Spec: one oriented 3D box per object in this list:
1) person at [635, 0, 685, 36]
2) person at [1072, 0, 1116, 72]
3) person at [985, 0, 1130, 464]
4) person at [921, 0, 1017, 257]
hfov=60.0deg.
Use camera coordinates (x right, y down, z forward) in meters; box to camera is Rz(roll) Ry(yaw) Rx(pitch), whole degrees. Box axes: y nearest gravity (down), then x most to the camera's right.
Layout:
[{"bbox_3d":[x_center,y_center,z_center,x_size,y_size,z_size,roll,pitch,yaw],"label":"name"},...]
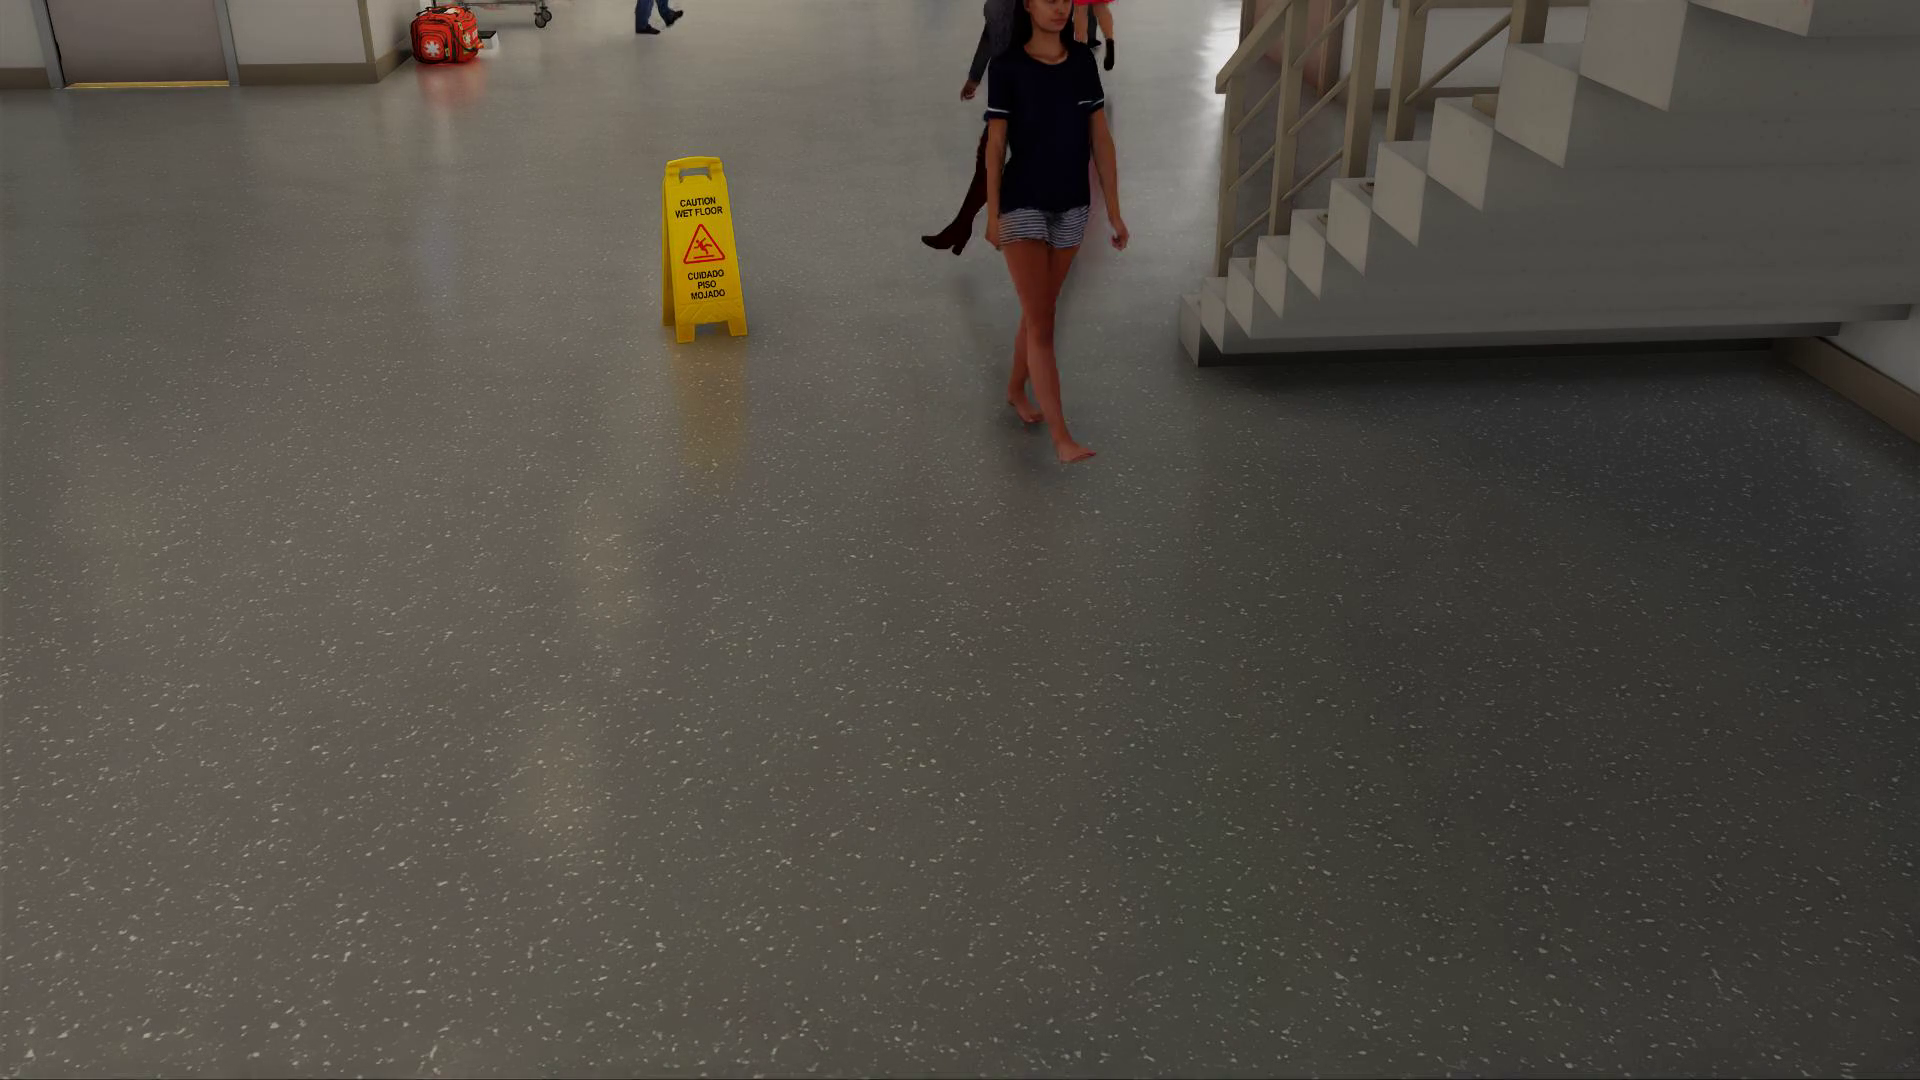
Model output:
[{"bbox_3d":[-2.743,-5.324,14.568,1.080,1.801,1.274,12,28,24],"label":"person"},{"bbox_3d":[1.018,-4.376,12.714,0.601,1.704,0.938,-3,26,-7],"label":"person"},{"bbox_3d":[0.271,-1.186,6.075,0.834,1.724,1.165,-11,28,-22],"label":"person"},{"bbox_3d":[0.361,-2.234,8.308,0.764,1.672,1.059,-6,26,-13],"label":"person"}]
